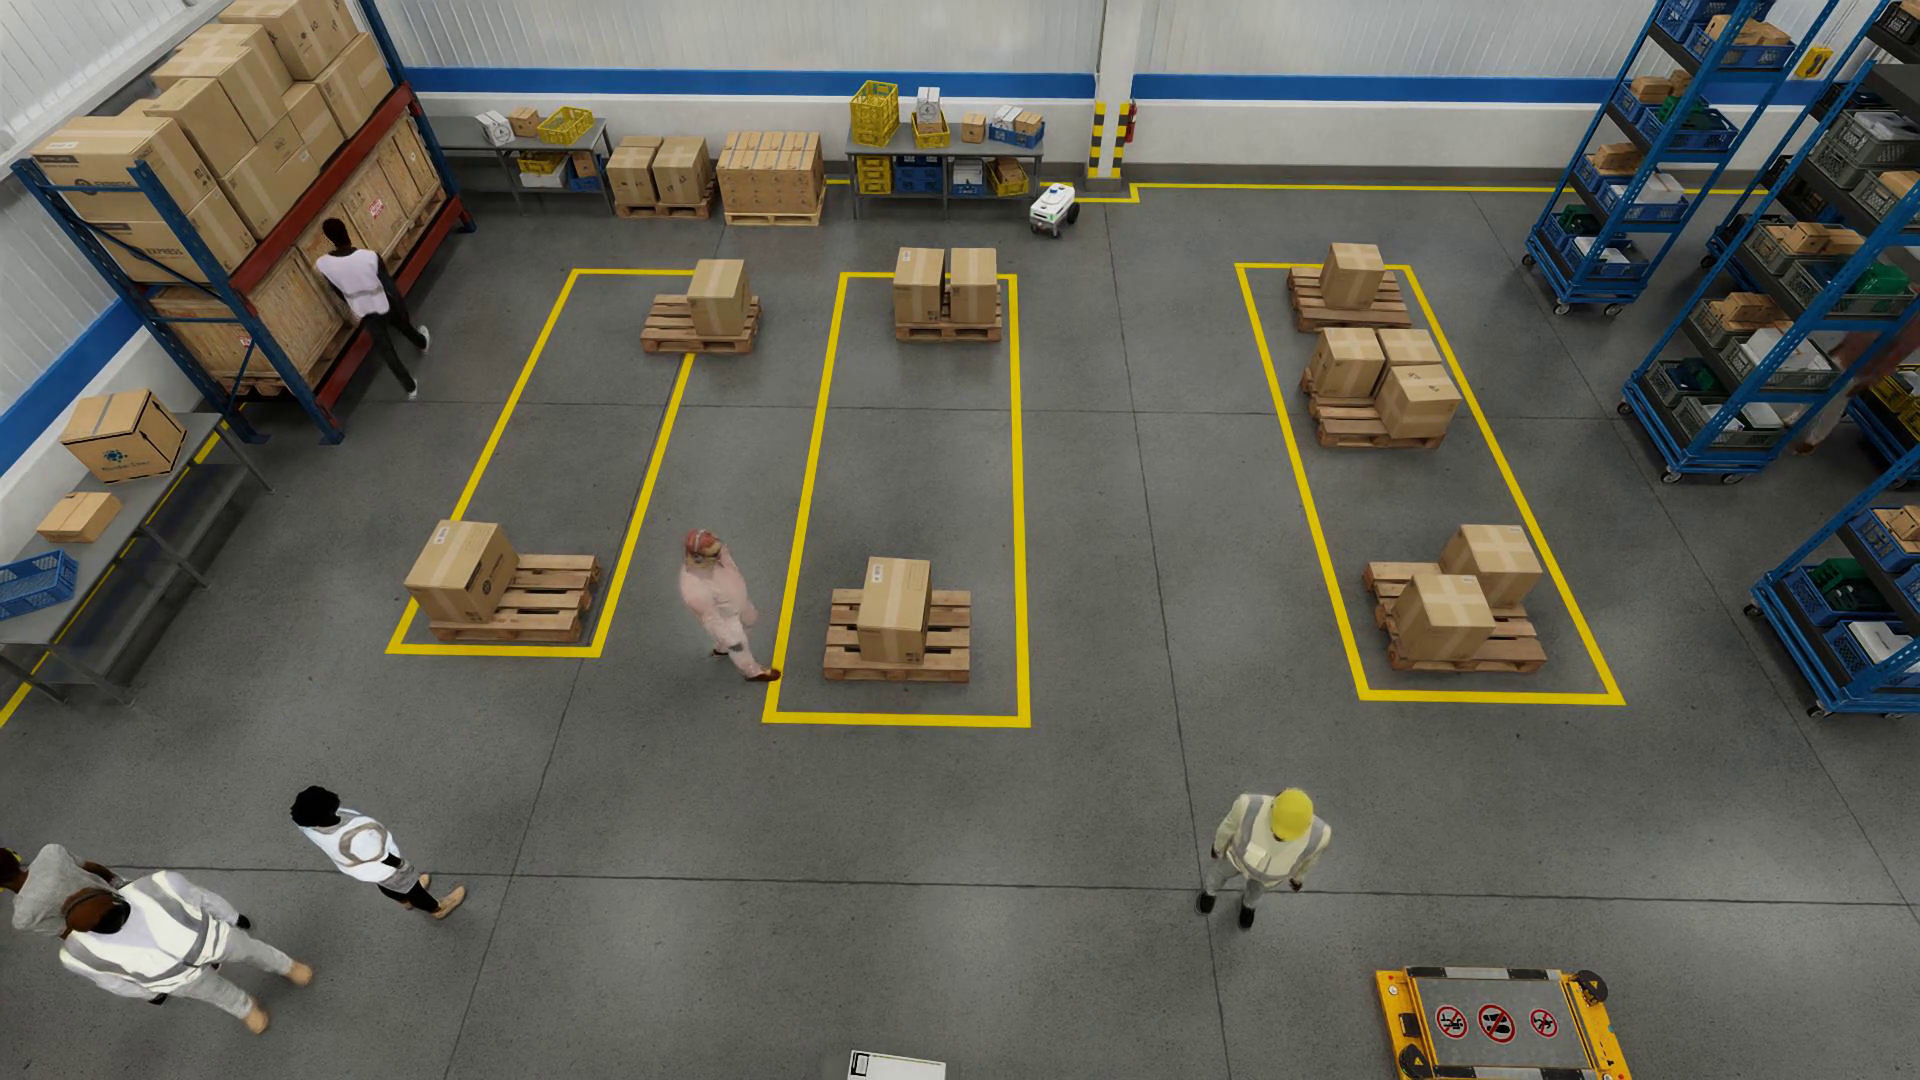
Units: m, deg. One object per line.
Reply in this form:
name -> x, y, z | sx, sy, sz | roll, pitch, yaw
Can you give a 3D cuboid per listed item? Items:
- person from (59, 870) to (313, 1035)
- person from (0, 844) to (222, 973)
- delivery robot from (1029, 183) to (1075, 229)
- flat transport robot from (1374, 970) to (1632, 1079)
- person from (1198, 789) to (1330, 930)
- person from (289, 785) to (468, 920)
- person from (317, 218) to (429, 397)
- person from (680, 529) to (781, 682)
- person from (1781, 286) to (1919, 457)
person -> -4.589, 2.465, 5.454 | 0.429, 1.840, 0.631 | 25, 55, 19
person -> -5.216, 2.292, 5.576 | 0.310, 1.869, 0.531 | -12, 52, -10
delivery robot -> 1.182, -4.288, 11.723 | 0.477, 0.478, 0.707 | 24, 55, 19
flat transport robot -> 3.501, 3.133, 5.914 | 1.431, 0.197, 0.652 | 1, 51, 1
person -> 1.907, 2.030, 5.823 | 0.604, 1.825, 0.404 | 18, 53, 14
person -> -3.774, 2.032, 5.897 | 0.536, 1.696, 0.322 | 16, 53, 13
person -> -6.037, -2.473, 9.464 | 0.600, 1.856, 1.026 | -15, 52, -12
person -> -1.760, 0.525, 7.000 | 0.492, 1.890, 0.667 | 1, 51, 1
person -> 8.592, -1.672, 8.755 | 0.390, 1.962, 0.707 | 7, 51, 6
